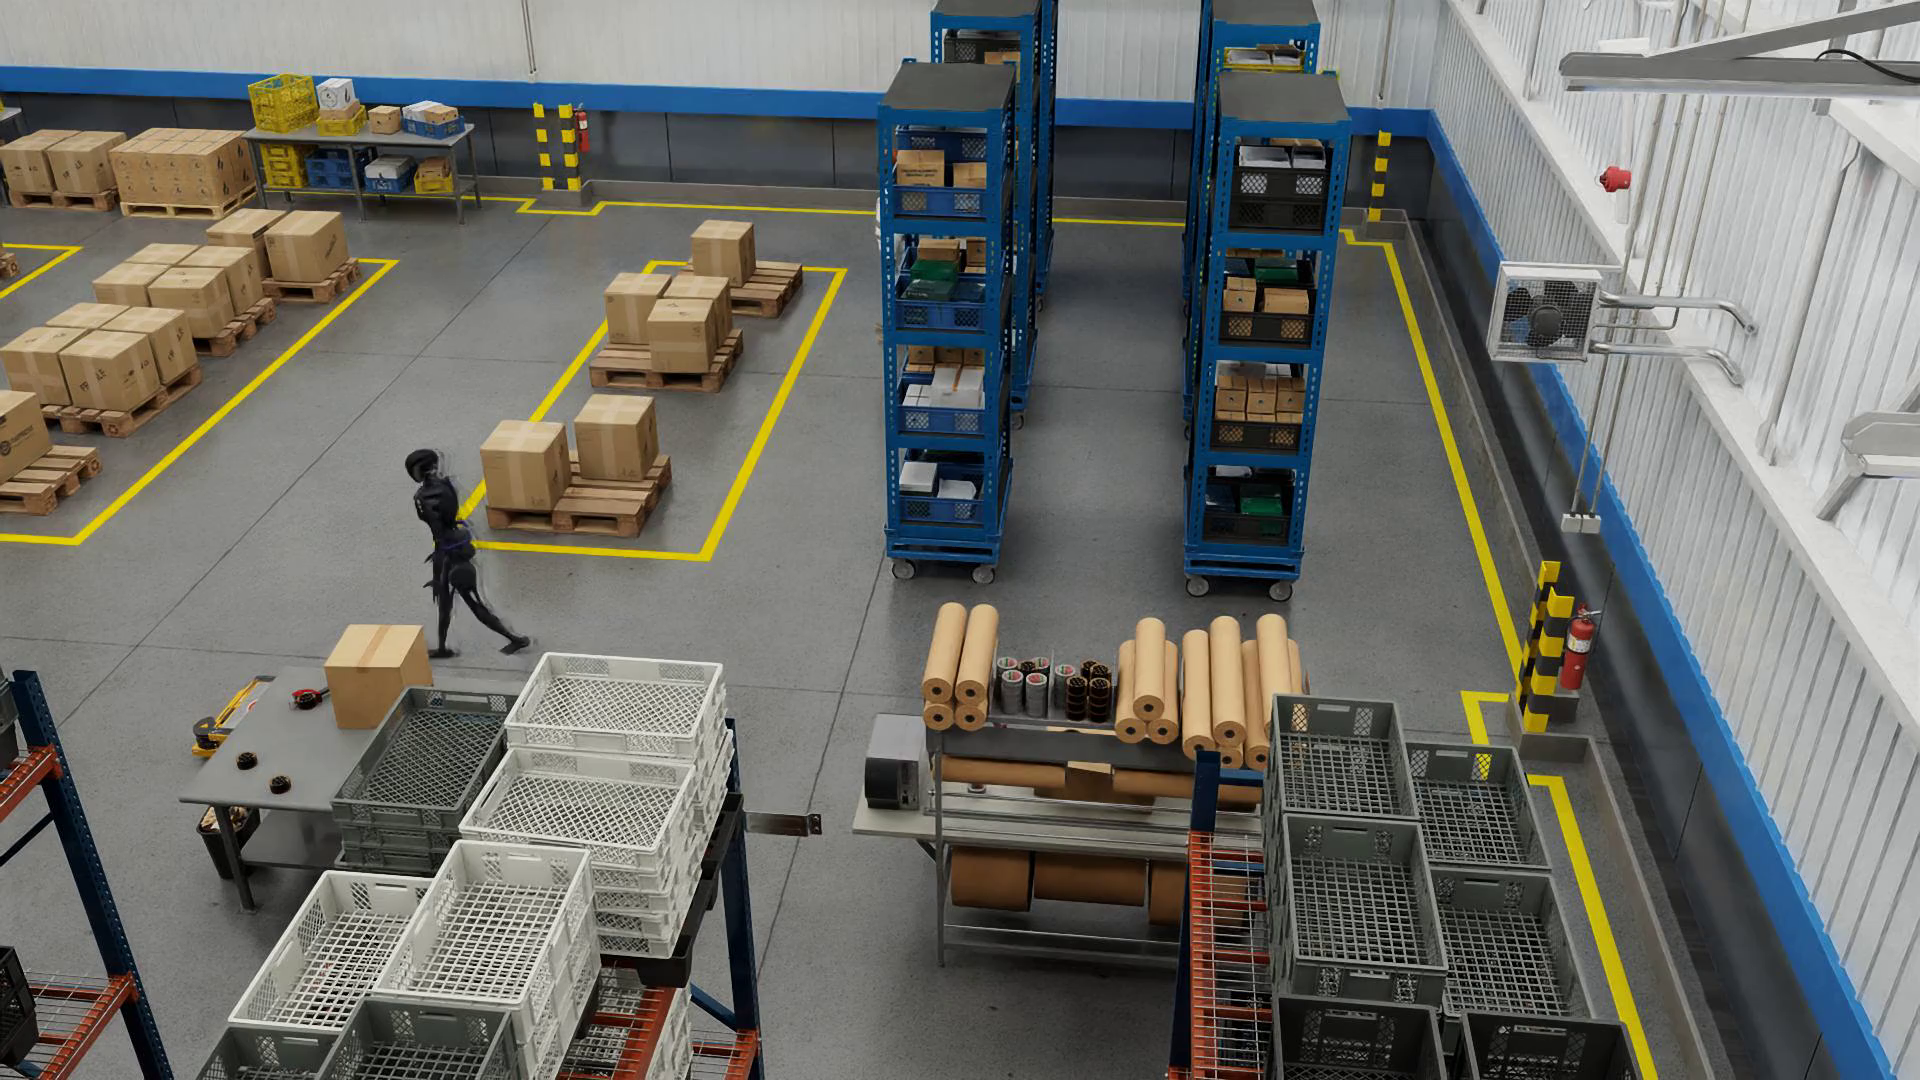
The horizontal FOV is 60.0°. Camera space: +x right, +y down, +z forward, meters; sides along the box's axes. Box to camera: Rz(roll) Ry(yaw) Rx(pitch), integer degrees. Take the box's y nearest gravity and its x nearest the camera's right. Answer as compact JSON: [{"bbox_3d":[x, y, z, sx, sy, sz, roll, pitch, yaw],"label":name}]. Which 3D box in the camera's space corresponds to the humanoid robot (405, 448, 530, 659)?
[{"bbox_3d":[-3.351,0.106,11.158,0.748,1.640,0.569,-11,32,-18],"label":"humanoid robot"}]

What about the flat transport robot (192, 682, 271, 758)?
[{"bbox_3d":[-4.089,1.163,10.648,1.431,0.197,0.652,3,30,6],"label":"flat transport robot"}]

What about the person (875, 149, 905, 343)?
[{"bbox_3d":[-0.652,-2.820,15.912,0.356,1.884,0.573,-3,30,-4],"label":"person"}]
